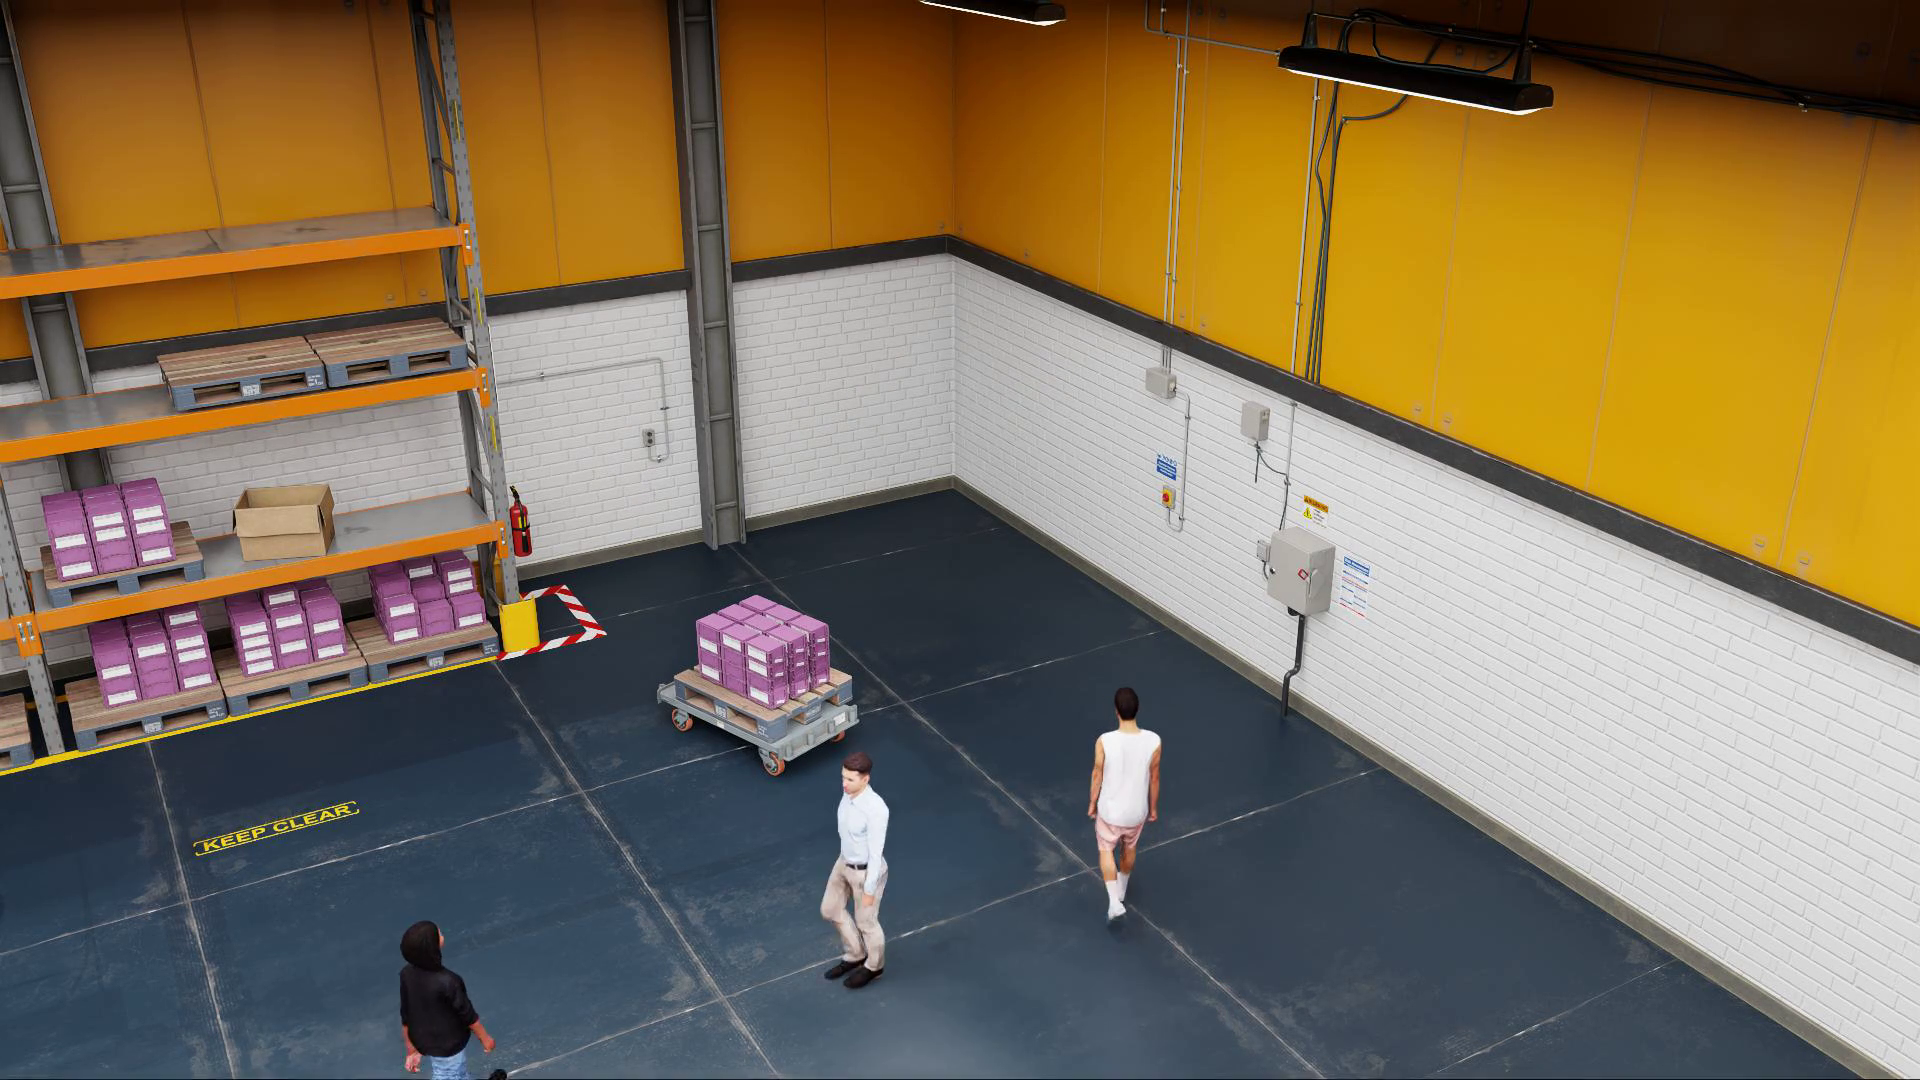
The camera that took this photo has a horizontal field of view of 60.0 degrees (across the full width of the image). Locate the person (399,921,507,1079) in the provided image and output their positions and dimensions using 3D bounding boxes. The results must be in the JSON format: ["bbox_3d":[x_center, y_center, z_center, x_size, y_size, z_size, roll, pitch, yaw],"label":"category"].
[{"bbox_3d":[-3.017,2.974,9.508,0.988,1.666,1.178,11,26,24],"label":"person"}]

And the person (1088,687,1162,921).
[{"bbox_3d":[1.152,1.917,11.796,1.000,1.769,0.974,-1,24,-2],"label":"person"}]

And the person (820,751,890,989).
[{"bbox_3d":[-0.592,2.187,11.114,0.633,1.822,0.674,-15,28,-31],"label":"person"}]
